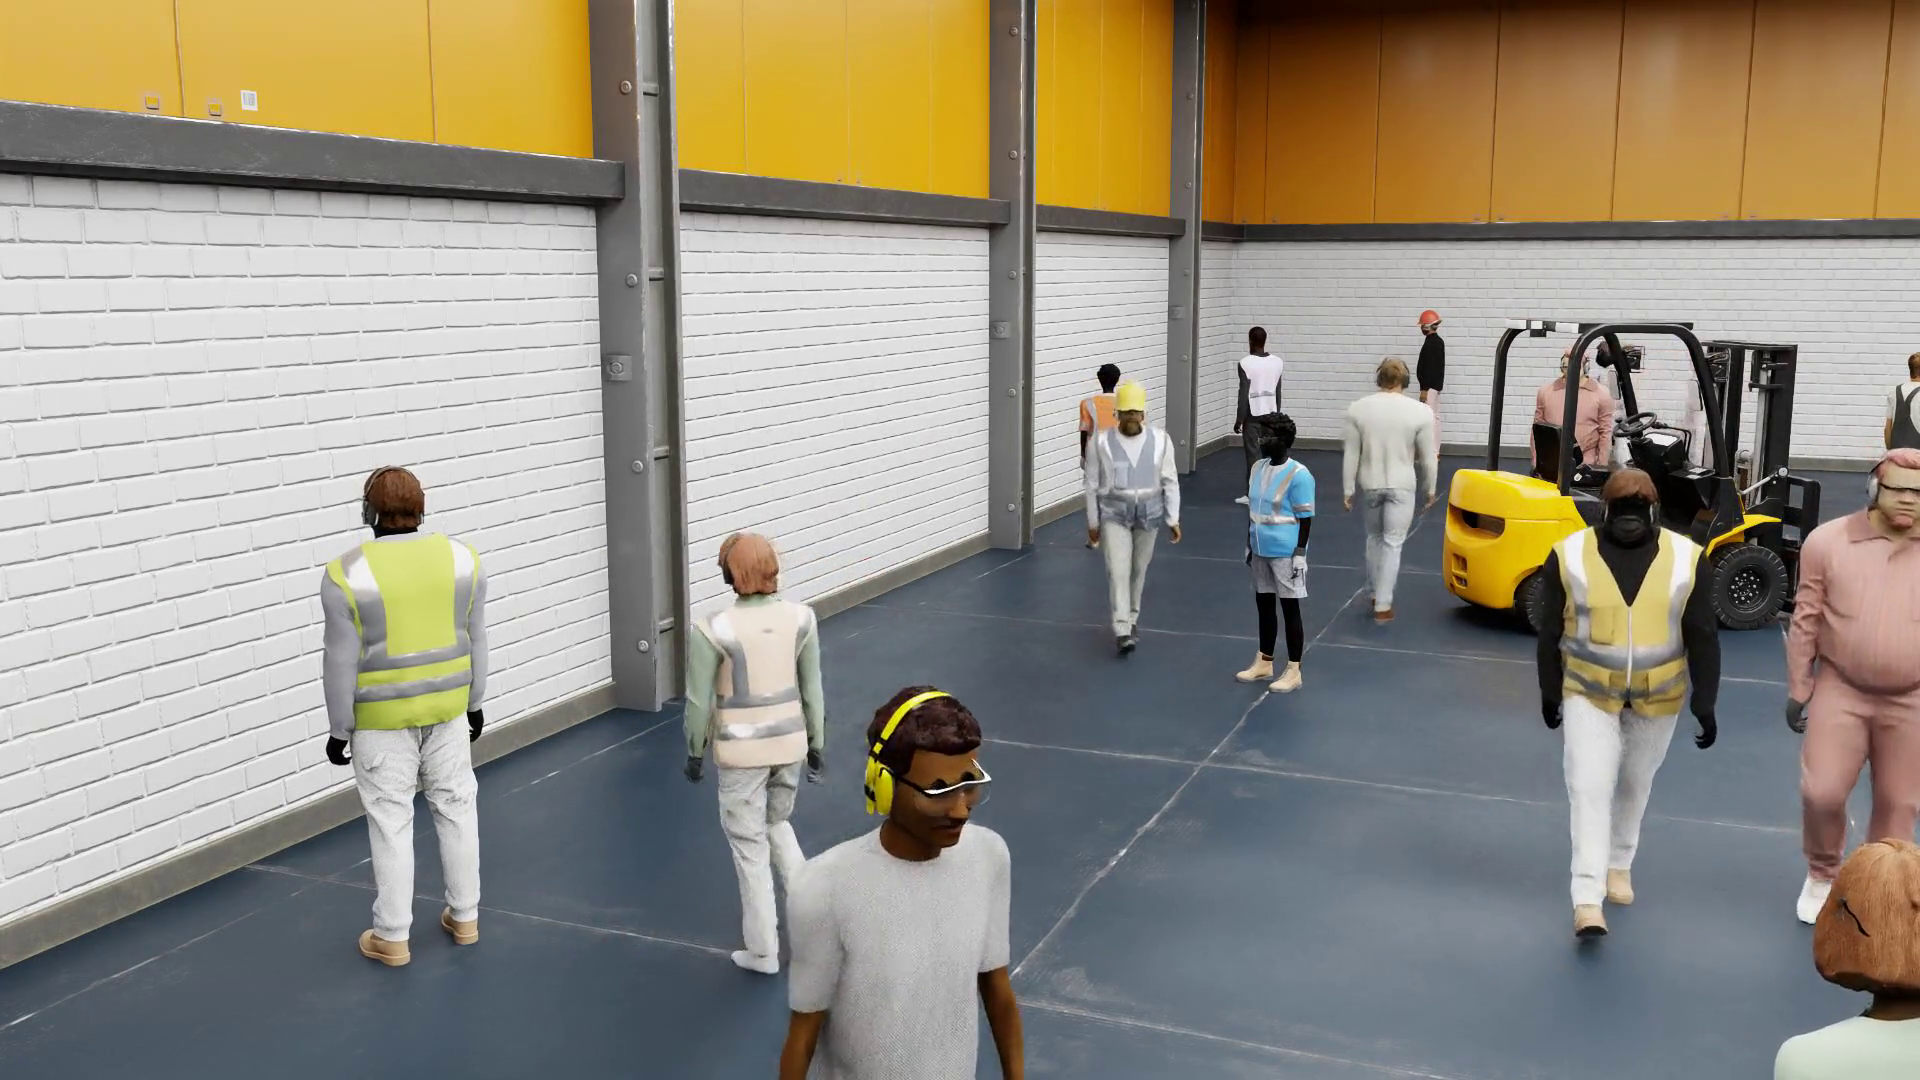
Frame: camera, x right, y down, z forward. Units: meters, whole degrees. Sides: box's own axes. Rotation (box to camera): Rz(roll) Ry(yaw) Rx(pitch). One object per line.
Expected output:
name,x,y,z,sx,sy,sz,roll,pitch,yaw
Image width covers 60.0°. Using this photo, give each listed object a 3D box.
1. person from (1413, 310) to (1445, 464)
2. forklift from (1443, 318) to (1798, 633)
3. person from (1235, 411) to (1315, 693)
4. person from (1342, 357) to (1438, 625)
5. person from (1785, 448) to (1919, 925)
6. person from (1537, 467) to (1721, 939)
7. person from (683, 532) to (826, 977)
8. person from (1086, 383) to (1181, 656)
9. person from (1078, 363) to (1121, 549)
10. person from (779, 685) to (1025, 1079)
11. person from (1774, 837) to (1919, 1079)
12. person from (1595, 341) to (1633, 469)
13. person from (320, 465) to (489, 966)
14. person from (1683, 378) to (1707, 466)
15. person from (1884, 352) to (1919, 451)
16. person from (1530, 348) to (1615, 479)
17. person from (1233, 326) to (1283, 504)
person,6.088,-1.984,21.607,0.395,1.990,0.622,5,11,28
forklift,4.706,-0.497,11.990,2.313,2.155,1.214,-2,10,-10
person,1.910,0.070,10.055,0.317,1.695,0.540,-5,11,-29
person,3.154,-0.373,12.094,0.642,1.904,0.861,6,11,32
person,3.470,0.597,6.254,0.665,1.894,0.429,5,11,27
person,2.567,0.620,6.412,0.642,1.789,0.958,3,10,15
person,-0.741,0.776,6.011,0.512,1.623,0.376,-8,12,-39
person,1.157,-0.141,11.043,0.604,1.780,0.918,-1,9,-5
person,1.332,-0.748,15.059,0.539,1.689,0.318,-1,9,-5
person,-0.123,1.152,3.202,0.531,1.816,1.014,-8,12,-41
person,1.535,1.300,2.796,0.501,1.631,0.287,-3,10,-17
person,6.772,-1.192,17.444,0.976,1.794,0.627,9,13,43
person,-2.049,0.641,6.156,0.621,1.845,0.429,-8,12,-40
person,6.220,-0.690,14.088,0.683,1.878,0.667,4,10,23
person,8.157,-0.693,14.248,0.344,1.841,0.506,-3,10,-19
person,5.011,-0.632,13.702,0.639,1.902,0.407,6,11,31
person,3.217,-1.332,17.888,0.597,1.915,0.369,-6,11,-31
